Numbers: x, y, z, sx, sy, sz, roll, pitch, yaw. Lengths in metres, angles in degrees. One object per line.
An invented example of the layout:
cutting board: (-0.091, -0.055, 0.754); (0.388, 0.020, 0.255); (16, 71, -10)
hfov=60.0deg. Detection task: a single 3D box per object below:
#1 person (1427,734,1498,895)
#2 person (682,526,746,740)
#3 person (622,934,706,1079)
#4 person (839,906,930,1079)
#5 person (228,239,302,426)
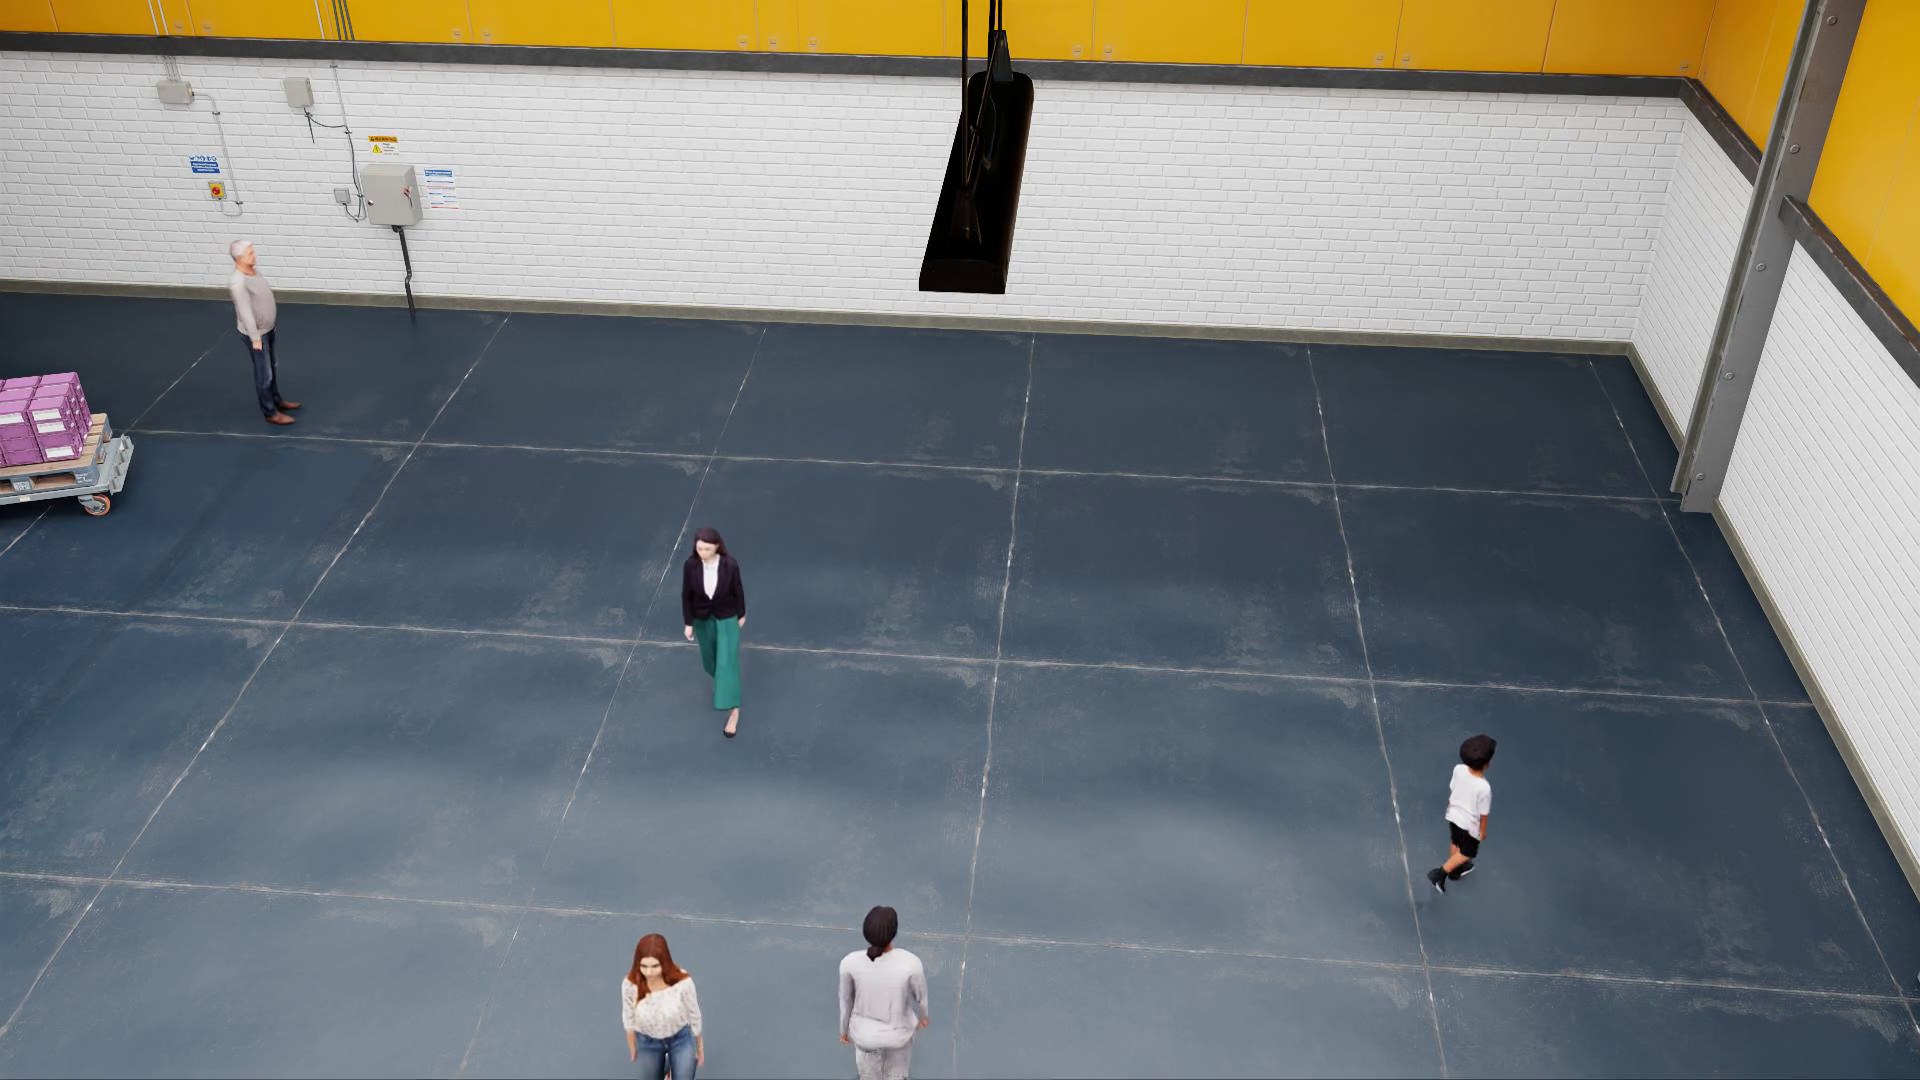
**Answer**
person: (3.349, 1.851, 11.097); (0.749, 1.251, 0.736); (-16, 37, -22)
person: (-1.858, 0.577, 12.609); (0.658, 1.699, 1.079); (-1, 34, -1)
person: (-1.638, 2.742, 9.338); (0.672, 1.715, 0.902); (-2, 34, -3)
person: (-0.441, 2.779, 9.279); (0.637, 1.717, 0.756); (3, 34, 4)
person: (-6.919, -2.067, 16.397); (0.840, 1.910, 0.639); (-4, 34, -6)
